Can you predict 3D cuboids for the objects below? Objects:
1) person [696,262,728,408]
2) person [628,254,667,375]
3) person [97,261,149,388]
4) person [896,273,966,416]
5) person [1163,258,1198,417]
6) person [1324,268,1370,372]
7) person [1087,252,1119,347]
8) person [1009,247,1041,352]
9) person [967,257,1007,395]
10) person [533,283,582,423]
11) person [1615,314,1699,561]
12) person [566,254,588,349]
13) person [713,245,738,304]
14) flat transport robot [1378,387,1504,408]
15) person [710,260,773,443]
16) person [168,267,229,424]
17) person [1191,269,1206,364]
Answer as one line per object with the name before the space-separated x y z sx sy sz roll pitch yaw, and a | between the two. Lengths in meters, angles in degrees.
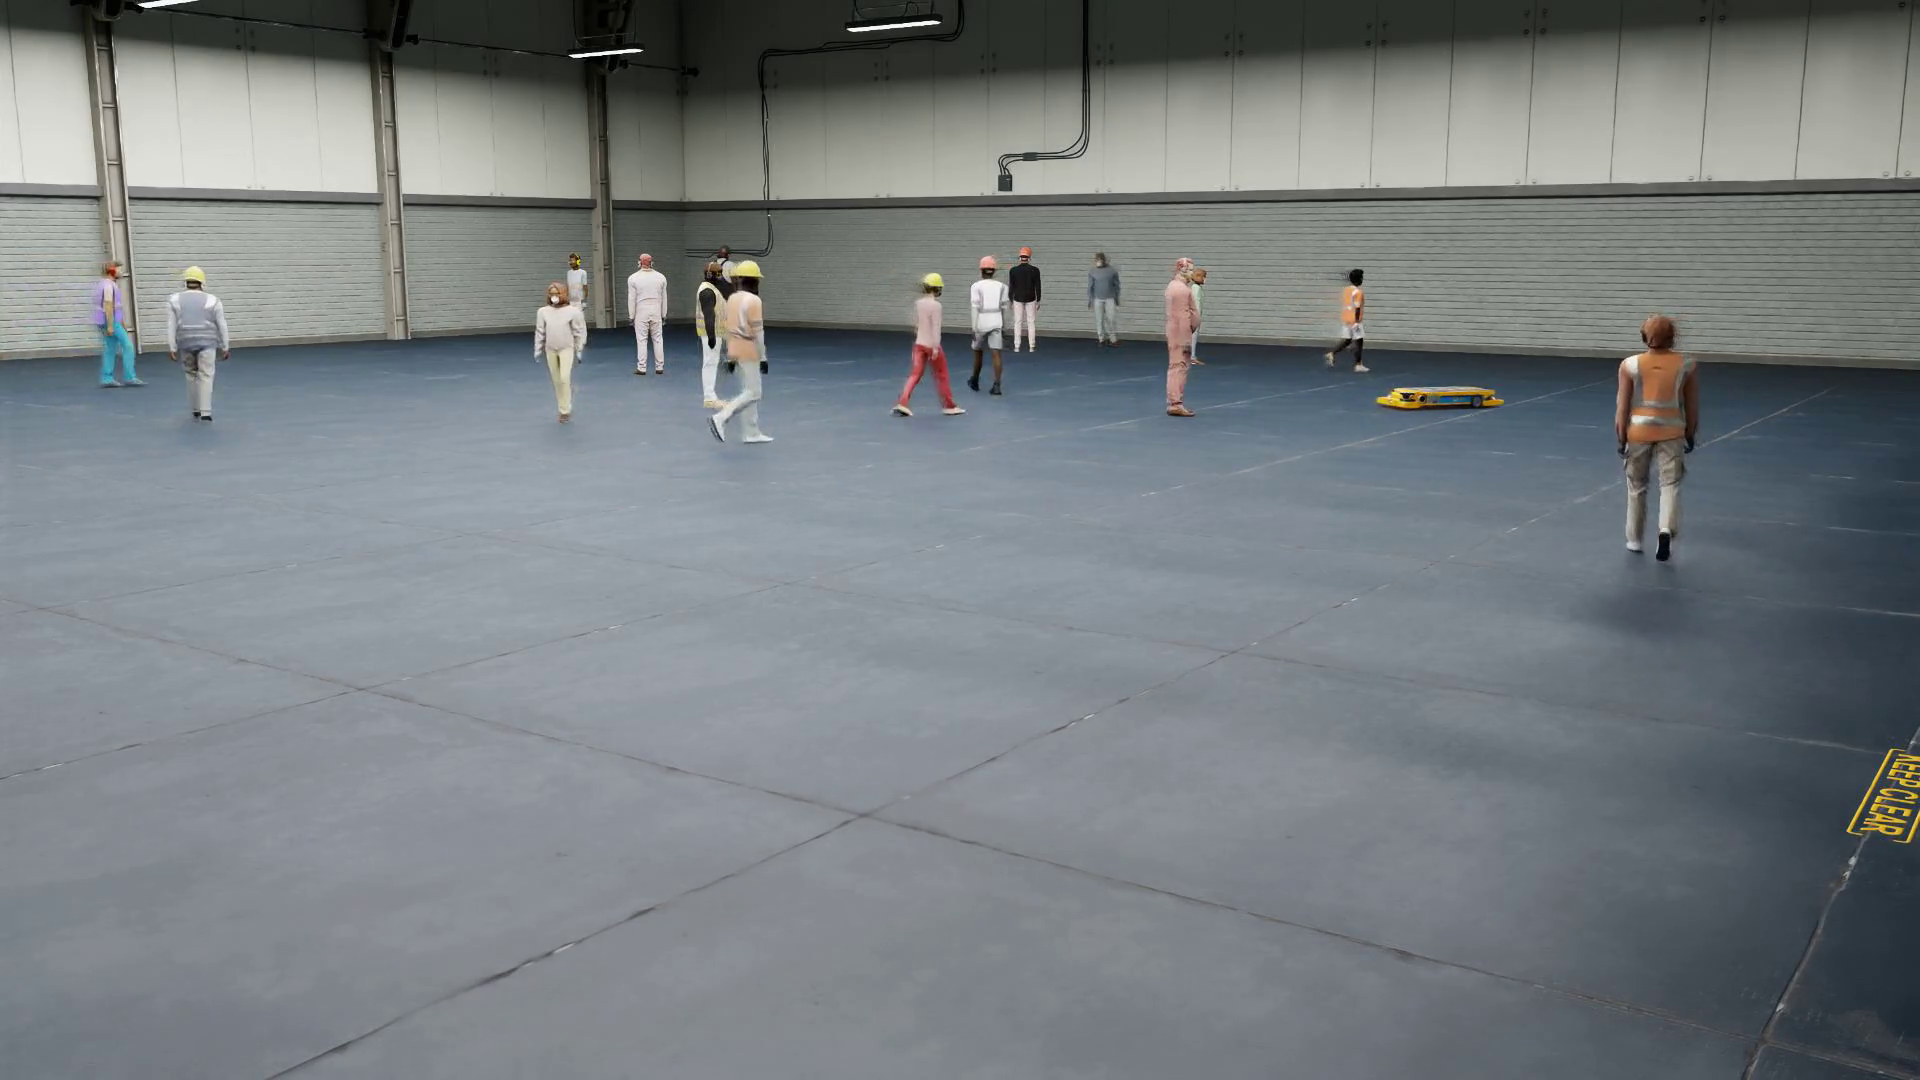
person | -3.118 -2.589 21.053 0.429 1.839 0.633 -1 10 -5
person | -4.962 -3.572 26.375 0.641 1.908 0.407 -6 12 -30
person | -12.043 -3.097 23.931 0.733 1.819 0.606 -5 11 -24
person | -0.384 -2.344 20.009 0.891 1.724 0.526 -7 12 -35
person | 2.683 -2.440 20.109 0.404 1.892 0.708 -1 10 -7
person | 6.274 -3.531 26.769 0.682 1.675 0.539 -3 10 -14
person | 2.848 -4.785 33.193 0.653 1.896 0.497 0 10 1
person | 1.246 -4.604 31.902 0.622 1.994 0.381 1 10 4
person | 0.381 -2.975 23.087 0.572 1.878 1.005 -4 11 -19
person | -4.663 -2.148 19.197 0.519 1.609 0.661 1 10 7
person | 4.575 -0.674 10.934 0.520 1.616 0.693 3 11 18
person | -7.588 -4.712 32.863 0.510 1.872 0.328 5 11 26
person | -5.361 -5.752 38.209 0.684 2.000 0.538 6 12 30
flat transport robot | 6.118 -1.823 21.156 1.431 0.197 0.652 -3 11 -16
person | -2.262 -1.918 17.116 0.678 1.906 0.593 -6 12 -31
person | -8.844 -2.269 19.380 0.625 1.793 0.849 -2 10 -13
person | 4.097 -3.860 28.753 0.287 1.632 0.502 1 10 3
